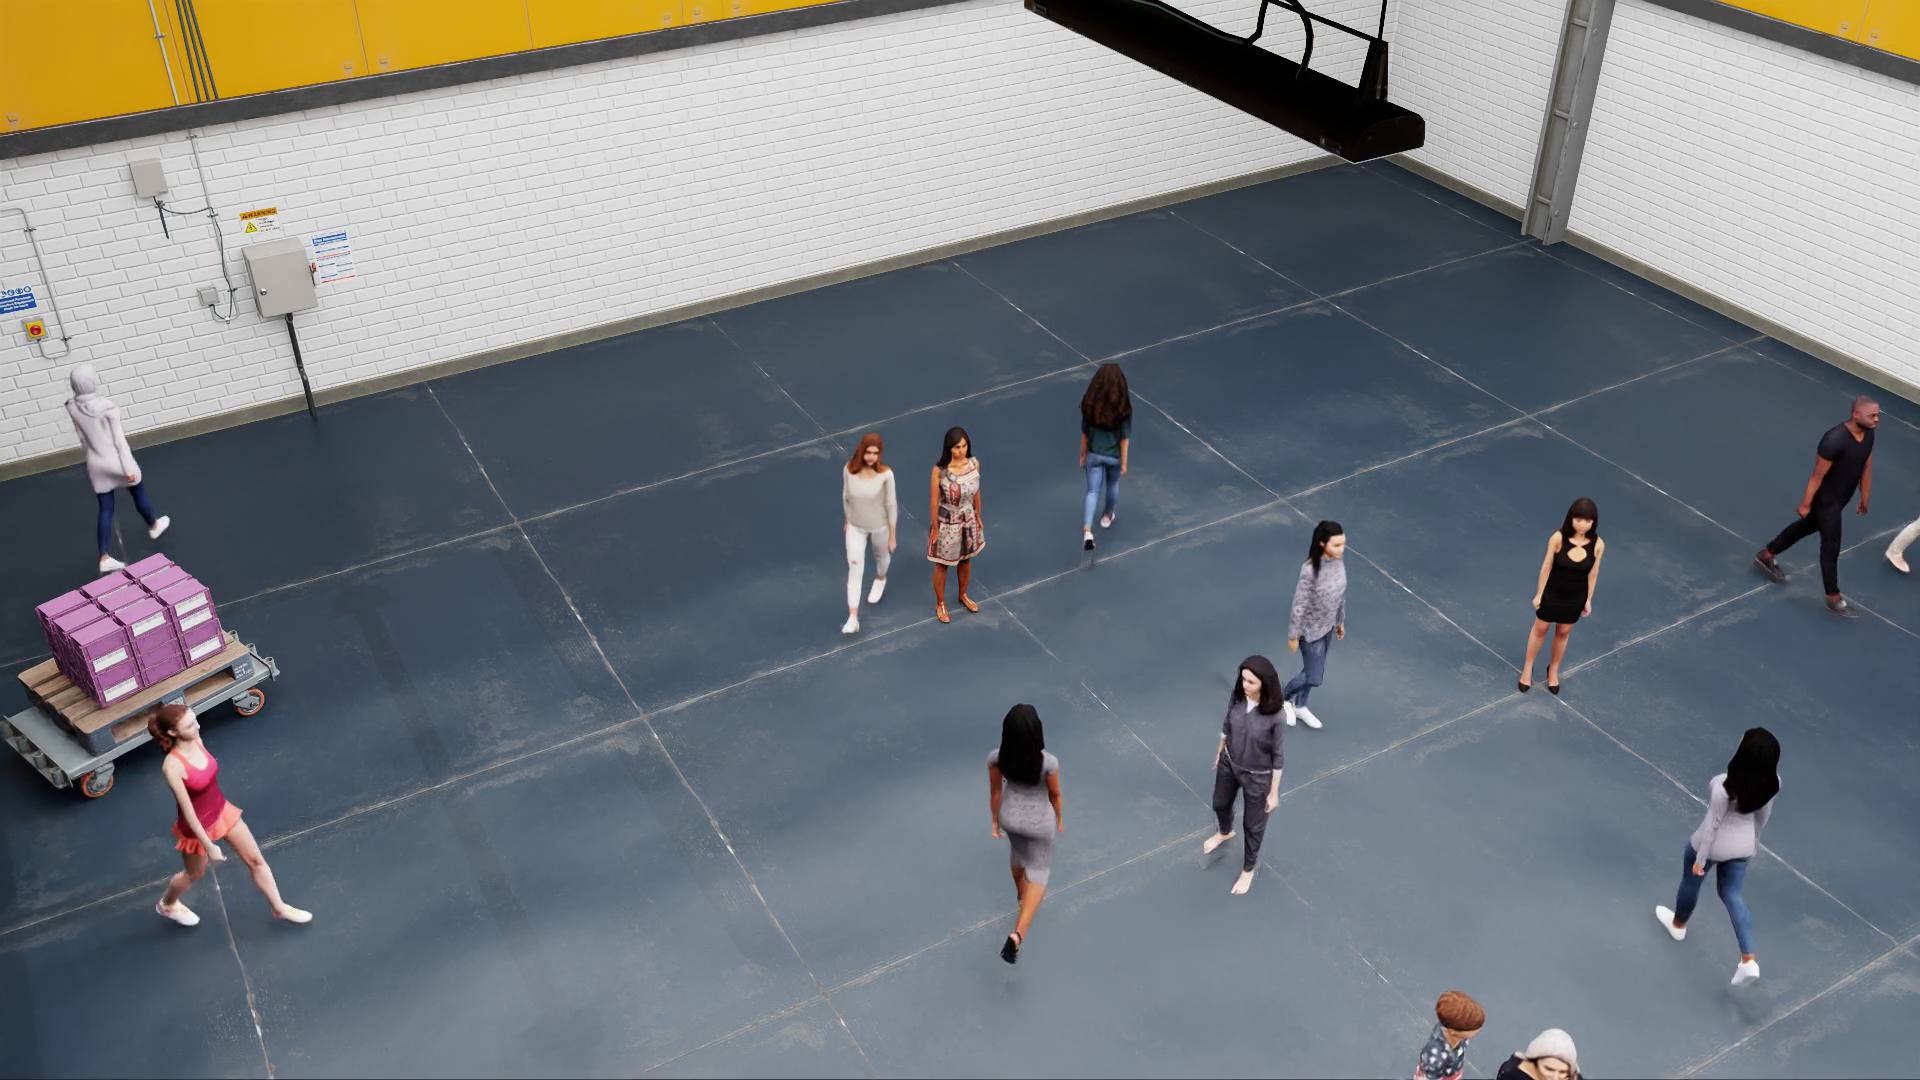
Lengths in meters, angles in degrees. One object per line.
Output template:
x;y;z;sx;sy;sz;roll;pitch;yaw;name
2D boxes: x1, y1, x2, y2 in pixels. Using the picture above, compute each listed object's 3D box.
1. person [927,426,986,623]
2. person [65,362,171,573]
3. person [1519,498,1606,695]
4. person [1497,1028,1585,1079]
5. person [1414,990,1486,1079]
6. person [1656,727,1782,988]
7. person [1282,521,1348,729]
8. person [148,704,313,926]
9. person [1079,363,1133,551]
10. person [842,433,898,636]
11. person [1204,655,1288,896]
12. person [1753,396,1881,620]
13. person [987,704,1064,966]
-0.034;-0.146;12.831;0.644;1.645;0.509;-17;37;-24;person
-6.879;-0.552;13.356;1.080;1.739;1.229;4;34;6;person
4.355;0.396;12.011;0.621;1.650;0.672;7;34;10;person
2.742;2.952;8.105;0.978;1.718;1.041;9;35;13;person
2.376;2.820;8.562;0.670;1.431;0.625;21;39;29;person
4.532;1.874;9.733;0.811;1.710;1.124;-7;34;-11;person
2.436;0.558;11.701;0.681;1.722;0.687;-27;42;-35;person
-4.603;1.713;9.974;1.106;1.711;1.134;5;34;7;person
1.167;-0.655;13.649;1.014;1.586;1.085;8;34;11;person
-0.666;-0.149;12.818;1.094;1.664;1.179;8;35;12;person
1.808;1.404;10.390;0.669;1.765;0.870;23;40;30;person
6.727;-0.343;13.017;0.678;1.768;1.189;-17;37;-24;person
0.386;1.751;9.873;1.018;1.759;1.045;10;35;15;person
